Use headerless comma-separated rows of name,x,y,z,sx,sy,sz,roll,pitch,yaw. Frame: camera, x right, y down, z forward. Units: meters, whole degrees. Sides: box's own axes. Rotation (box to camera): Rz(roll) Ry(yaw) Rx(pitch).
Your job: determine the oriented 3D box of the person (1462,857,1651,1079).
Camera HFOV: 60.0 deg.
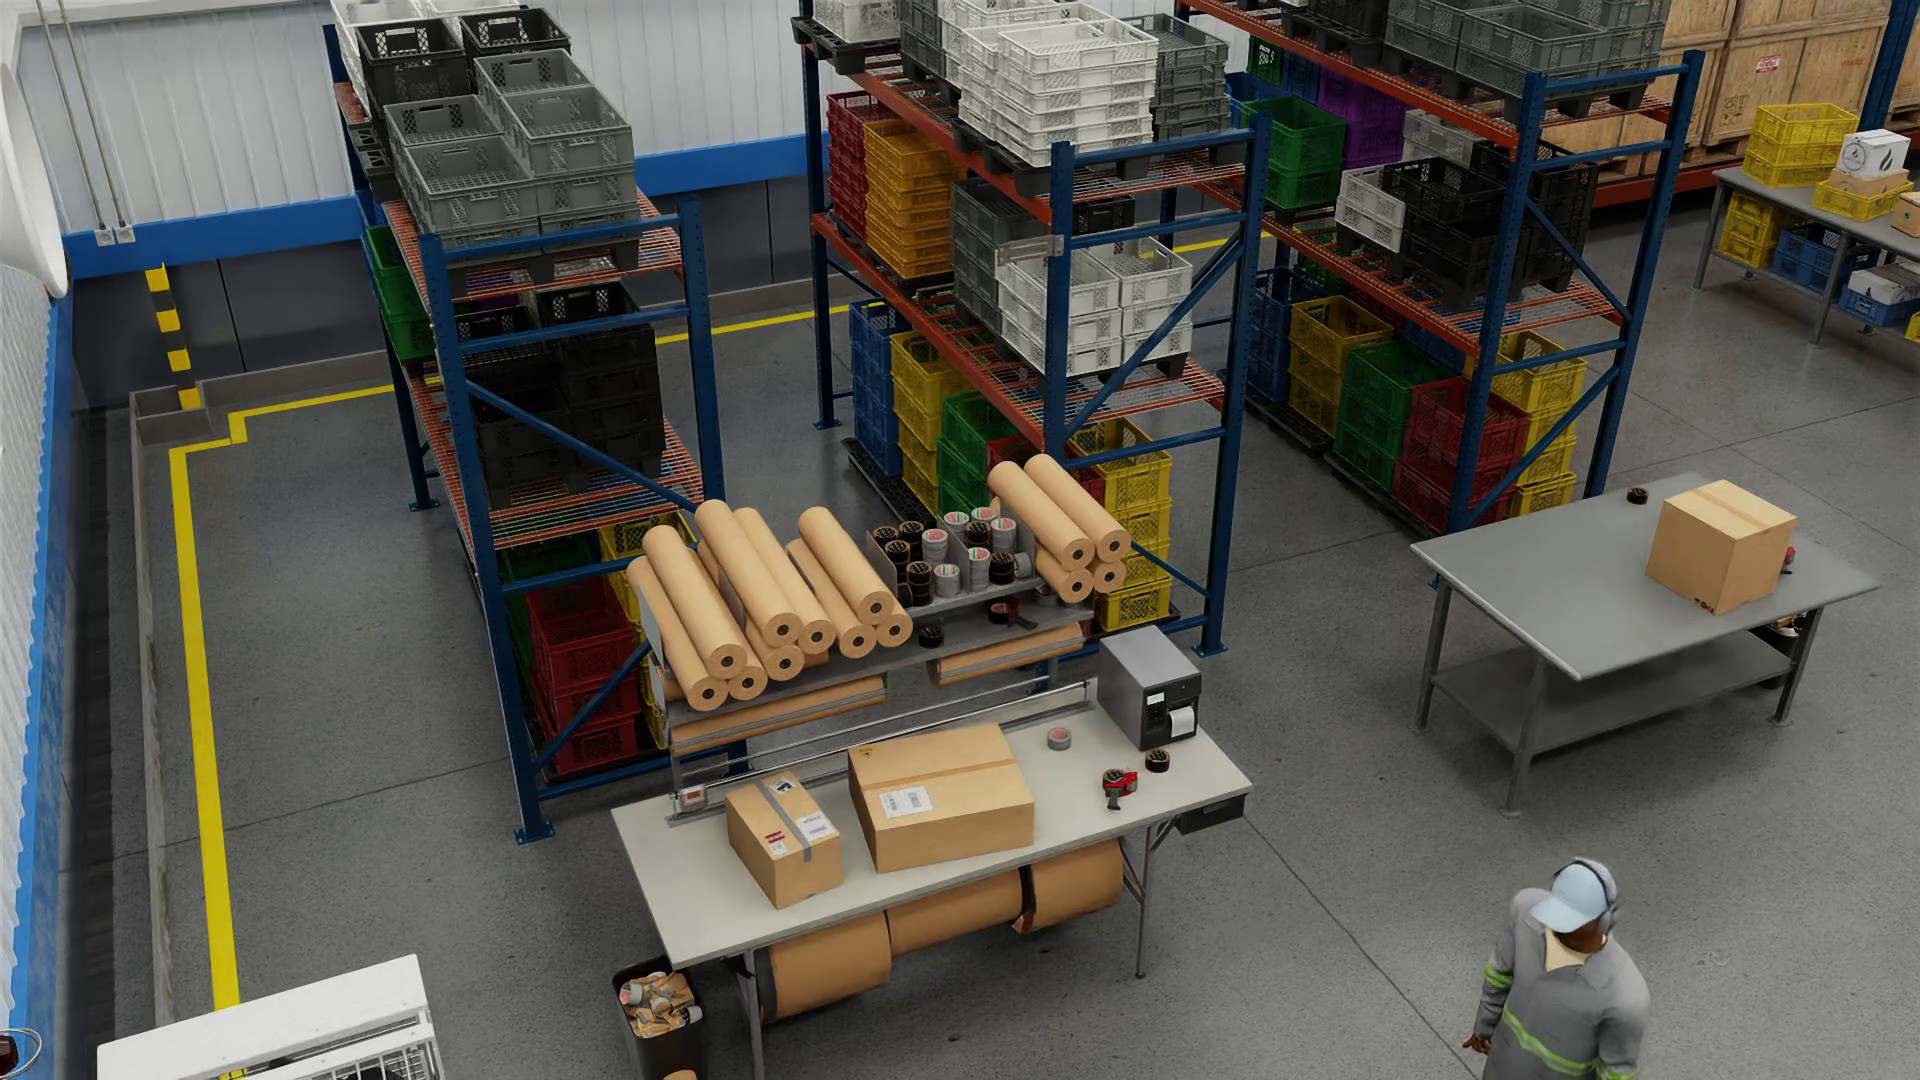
person,1.921,1.781,5.567,0.386,1.850,0.598,-15,34,-22
